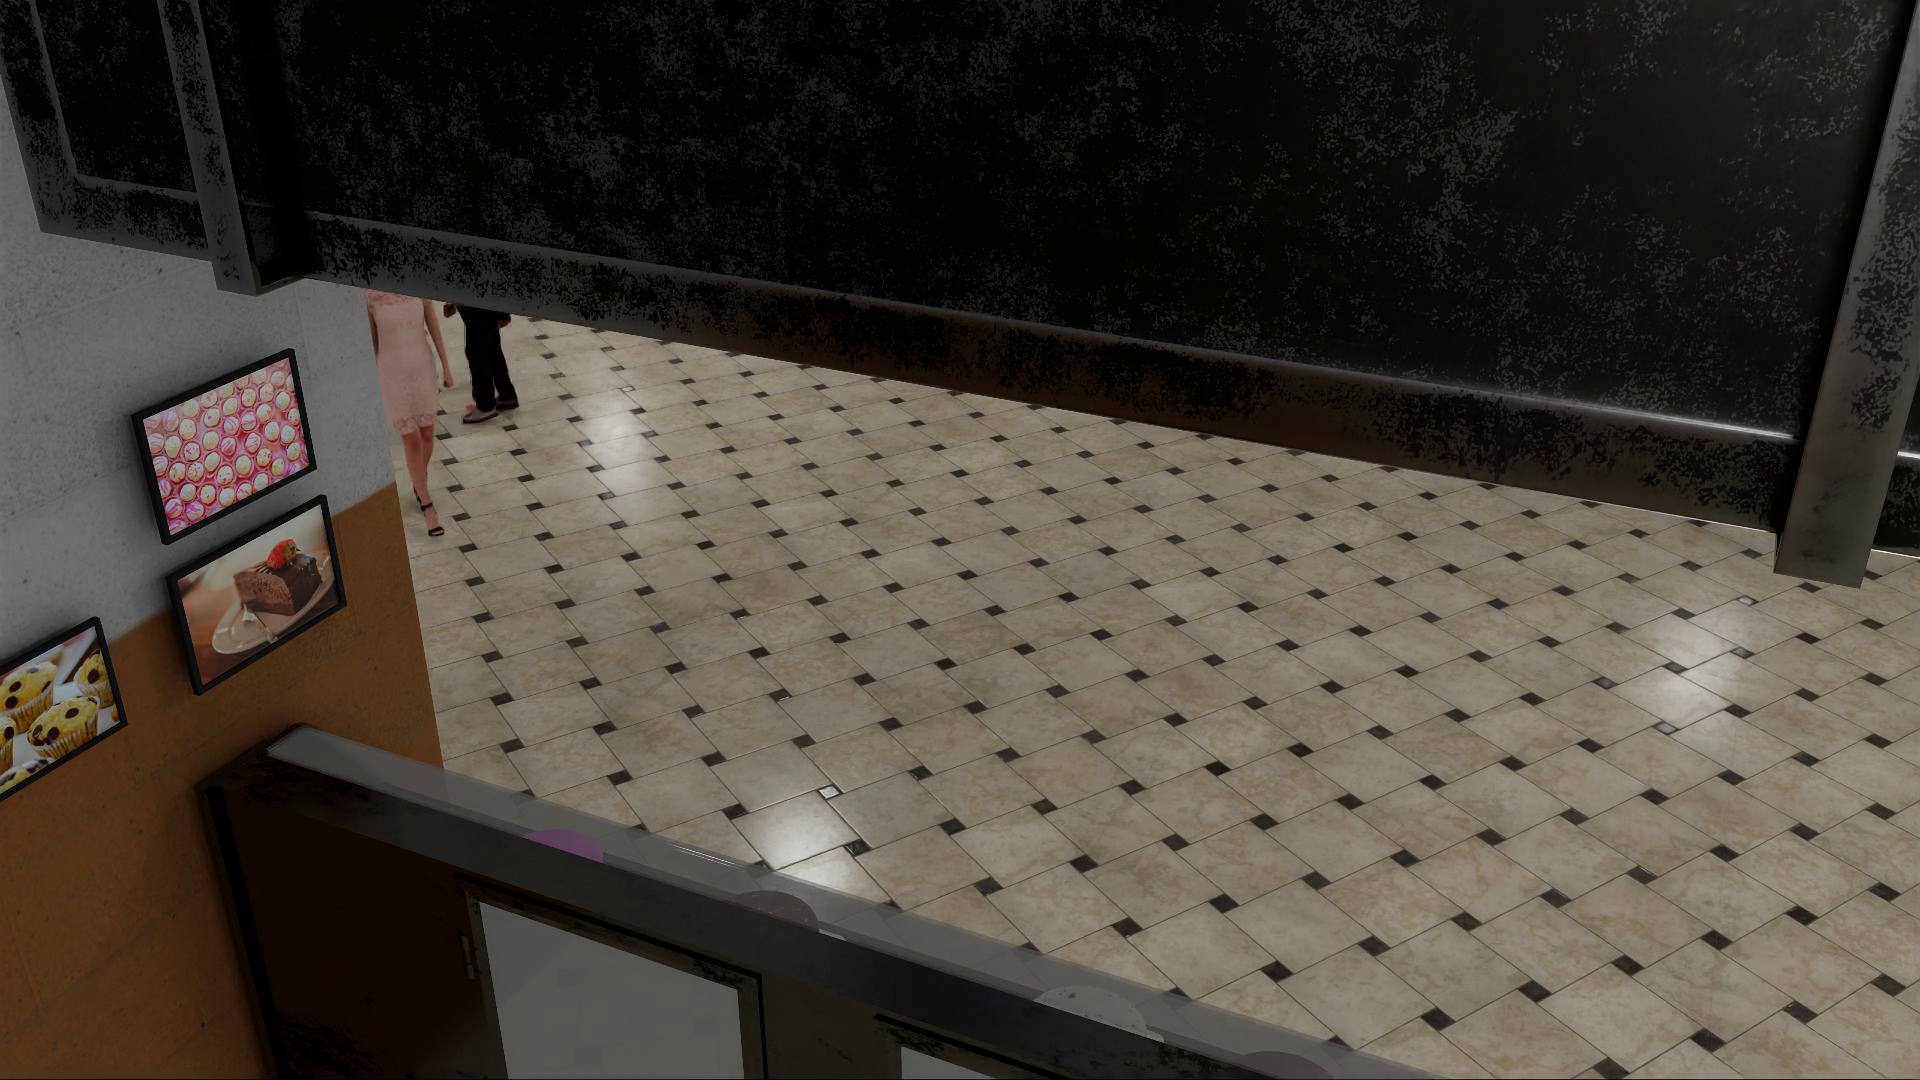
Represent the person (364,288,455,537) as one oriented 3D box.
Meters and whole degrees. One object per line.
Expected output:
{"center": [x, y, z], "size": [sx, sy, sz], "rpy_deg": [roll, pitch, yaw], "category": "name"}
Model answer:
{"center": [-3.272, -0.978, 9.855], "size": [0.965, 1.801, 0.952], "rpy_deg": [-15, 31, -28], "category": "person"}
